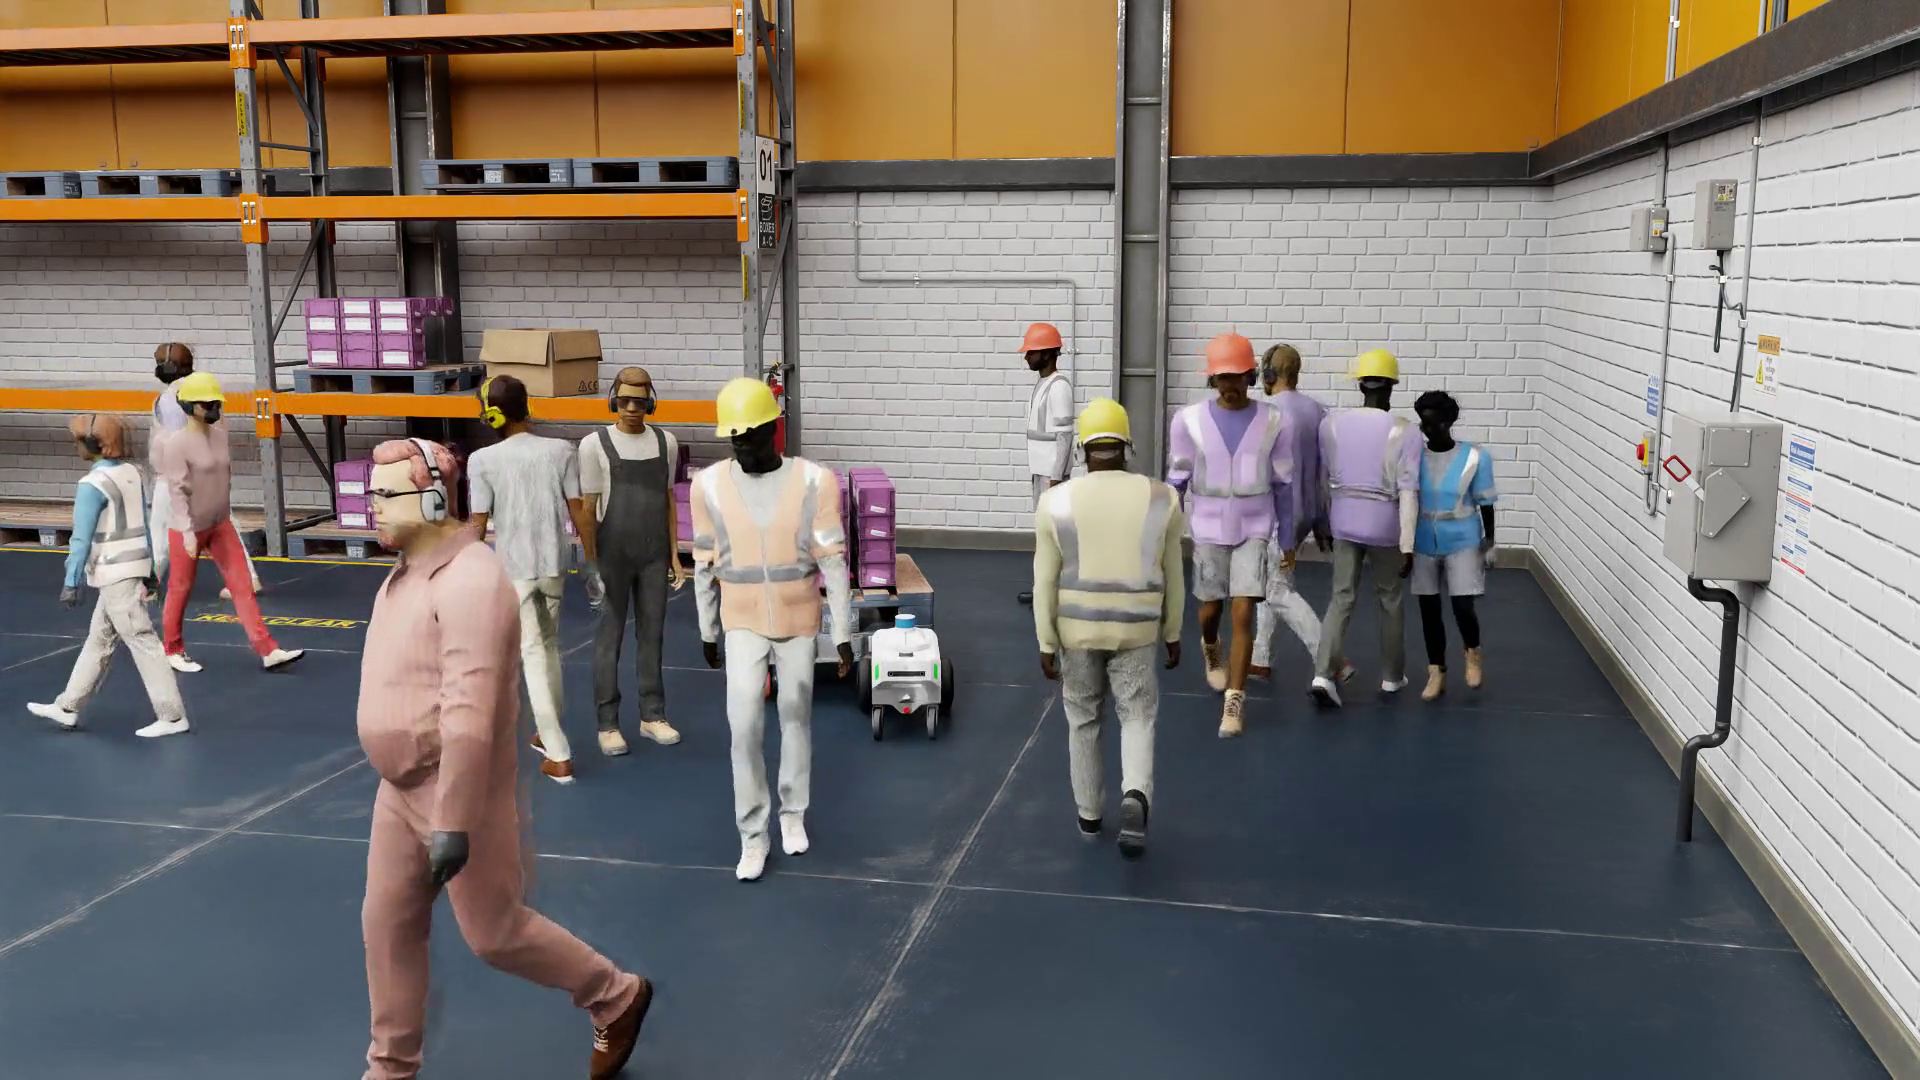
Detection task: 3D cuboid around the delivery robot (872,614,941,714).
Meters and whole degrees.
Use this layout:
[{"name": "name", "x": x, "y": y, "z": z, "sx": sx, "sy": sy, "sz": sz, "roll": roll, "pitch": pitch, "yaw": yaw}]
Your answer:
[{"name": "delivery robot", "x": -0.274, "y": 0.618, "z": 8.368, "sx": 0.477, "sy": 0.478, "sz": 0.707, "roll": 0, "pitch": 9, "yaw": -3}]

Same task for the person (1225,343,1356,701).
[{"name": "person", "x": 1.802, "y": -0.102, "z": 8.952, "sx": 0.632, "sy": 1.907, "sz": 0.899, "roll": -9, "pitch": 13, "yaw": -43}]

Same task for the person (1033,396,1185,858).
[{"name": "person", "x": 0.579, "y": 0.352, "z": 6.480, "sx": 0.595, "sy": 1.815, "sz": 0.682, "roll": 0, "pitch": 9, "yaw": 2}]

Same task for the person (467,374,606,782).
[{"name": "person", "x": -1.975, "y": 0.158, "z": 7.593, "sx": 0.565, "sy": 1.833, "sz": 0.784, "roll": -7, "pitch": 11, "yaw": -34}]

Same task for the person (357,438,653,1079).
[{"name": "person", "x": -1.328, "y": 0.649, "z": 4.506, "sx": 0.876, "sy": 1.879, "sz": 0.653, "roll": -8, "pitch": 12, "yaw": -38}]

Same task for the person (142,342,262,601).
[{"name": "person", "x": -5.331, "y": -0.464, "z": 11.466, "sx": 0.977, "sy": 1.793, "sz": 0.646, "roll": 0, "pitch": 9, "yaw": 1}]

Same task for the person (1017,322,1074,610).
[{"name": "person", "x": 0.567, "y": -0.485, "z": 11.147, "sx": 0.377, "sy": 1.932, "sz": 0.551, "roll": -2, "pitch": 10, "yaw": -12}]

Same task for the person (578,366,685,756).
[{"name": "person", "x": -1.555, "y": 0.093, "z": 7.941, "sx": 0.506, "sy": 1.842, "sz": 0.342, "roll": -7, "pitch": 12, "yaw": -37}]

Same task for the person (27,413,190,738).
[{"name": "person", "x": -4.194, "y": 0.188, "z": 8.079, "sx": 0.835, "sy": 1.592, "sz": 0.544, "roll": -1, "pitch": 9, "yaw": -5}]

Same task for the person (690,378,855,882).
[{"name": "person", "x": -0.713, "y": 0.334, "z": 6.331, "sx": 0.609, "sy": 1.889, "sz": 0.753, "roll": -1, "pitch": 9, "yaw": -5}]

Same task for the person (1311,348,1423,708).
[{"name": "person", "x": 2.132, "y": -0.064, "z": 8.761, "sx": 0.580, "sy": 1.887, "sz": 0.907, "roll": 6, "pitch": 11, "yaw": 33}]

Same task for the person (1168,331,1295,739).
[{"name": "person", "x": 1.373, "y": -0.066, "z": 8.466, "sx": 0.635, "sy": 2.007, "sz": 0.923, "roll": 2, "pitch": 10, "yaw": 11}]

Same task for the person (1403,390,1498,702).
[{"name": "person", "x": 2.549, "y": 0.037, "z": 8.795, "sx": 0.532, "sy": 1.673, "sz": 0.479, "roll": 6, "pitch": 11, "yaw": 31}]

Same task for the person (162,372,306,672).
[{"name": "person", "x": -4.184, "y": -0.077, "z": 9.325, "sx": 0.908, "sy": 1.713, "sz": 0.544, "roll": 3, "pitch": 10, "yaw": 17}]
